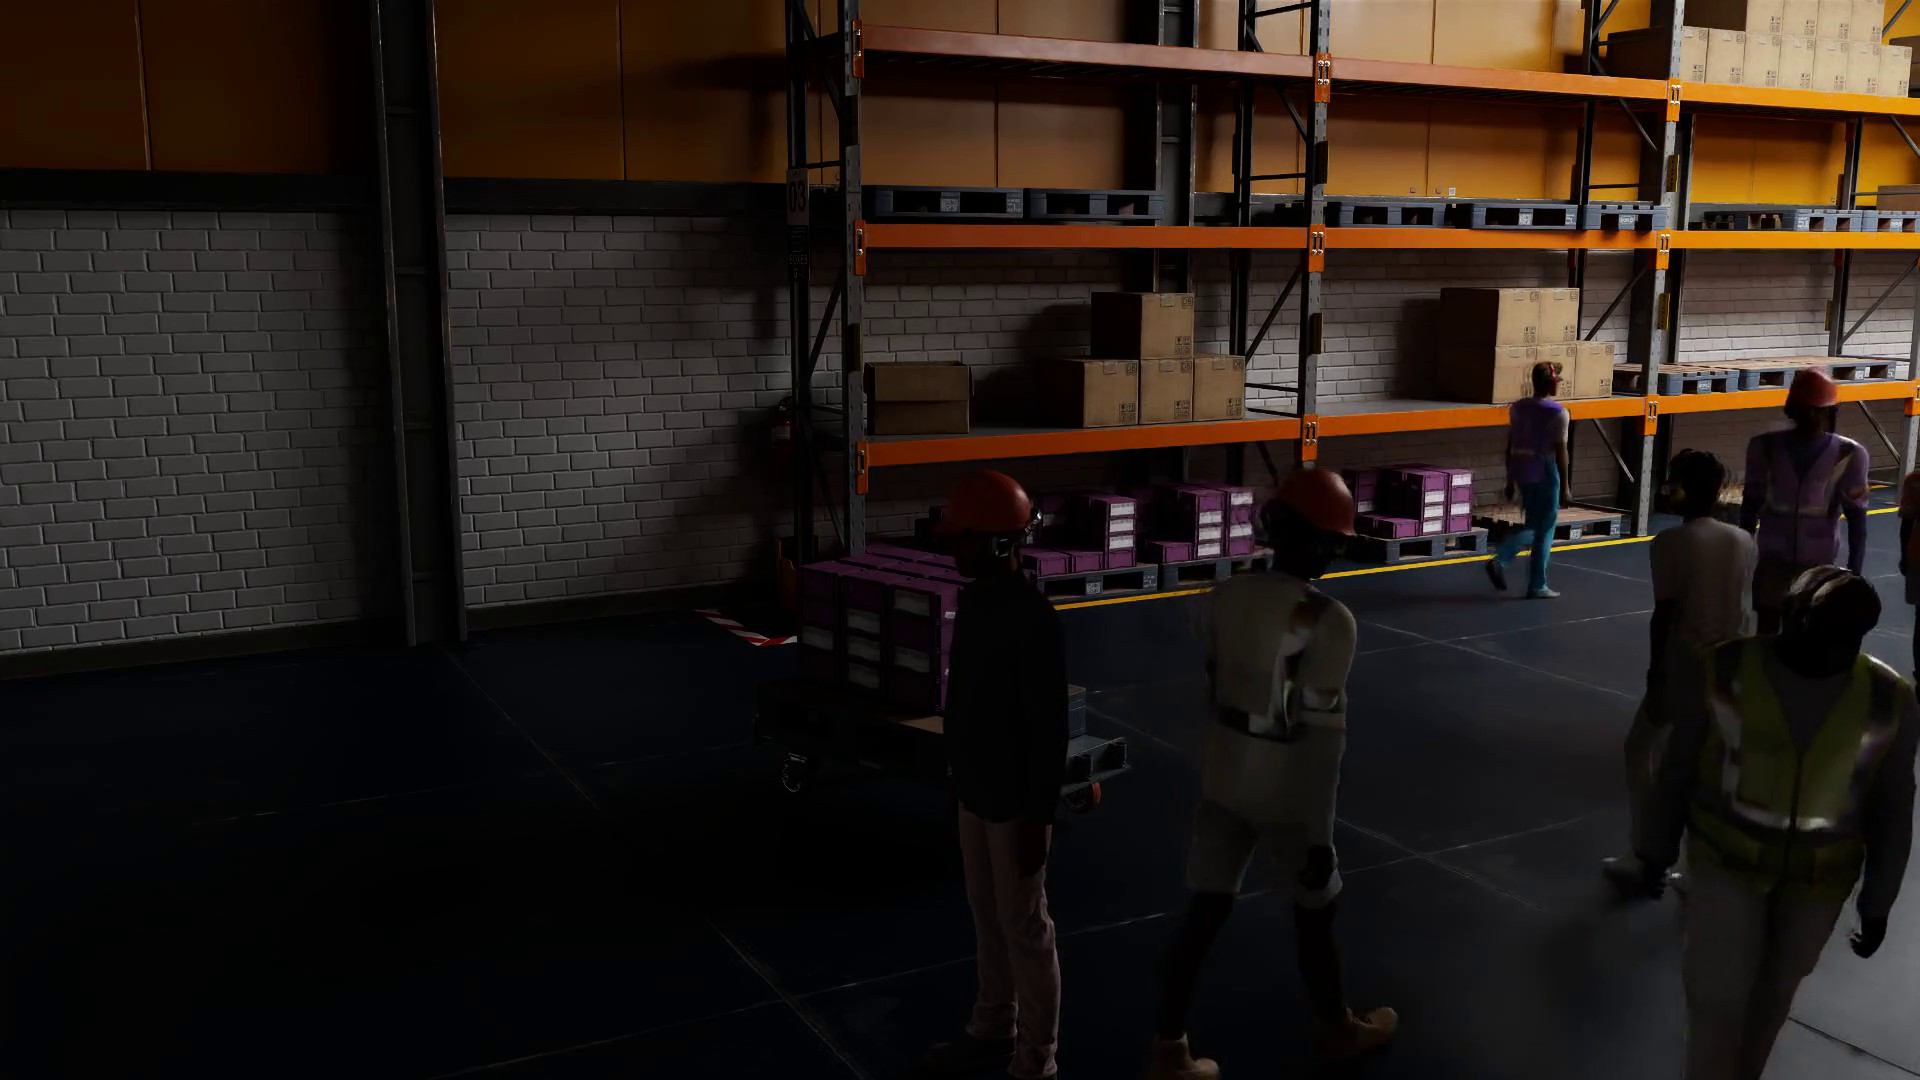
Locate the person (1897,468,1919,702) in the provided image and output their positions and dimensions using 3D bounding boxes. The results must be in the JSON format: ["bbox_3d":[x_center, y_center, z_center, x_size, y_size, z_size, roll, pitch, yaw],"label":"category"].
[{"bbox_3d":[5.818,0.113,9.818,0.551,1.669,0.512,7,12,35],"label":"person"}]

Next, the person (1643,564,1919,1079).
[{"bbox_3d":[2.278,0.962,4.631,0.671,1.796,0.885,3,10,17],"label":"person"}]

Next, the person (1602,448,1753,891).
[{"bbox_3d":[2.985,0.546,6.859,0.518,1.845,0.631,-2,10,-13],"label":"person"}]

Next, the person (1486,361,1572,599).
[{"bbox_3d":[4.345,-0.437,12.575,0.495,1.827,0.572,-3,10,-18],"label":"person"}]

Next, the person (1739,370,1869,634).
[{"bbox_3d":[4.565,0.085,9.061,0.643,1.995,0.999,6,11,30],"label":"person"}]

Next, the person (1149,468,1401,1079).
[{"bbox_3d":[1.010,0.769,5.190,1.024,1.974,0.704,-6,12,-33],"label":"person"}]

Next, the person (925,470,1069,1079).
[{"bbox_3d":[0.107,0.774,5.120,0.396,1.993,0.618,-4,11,-22],"label":"person"}]
